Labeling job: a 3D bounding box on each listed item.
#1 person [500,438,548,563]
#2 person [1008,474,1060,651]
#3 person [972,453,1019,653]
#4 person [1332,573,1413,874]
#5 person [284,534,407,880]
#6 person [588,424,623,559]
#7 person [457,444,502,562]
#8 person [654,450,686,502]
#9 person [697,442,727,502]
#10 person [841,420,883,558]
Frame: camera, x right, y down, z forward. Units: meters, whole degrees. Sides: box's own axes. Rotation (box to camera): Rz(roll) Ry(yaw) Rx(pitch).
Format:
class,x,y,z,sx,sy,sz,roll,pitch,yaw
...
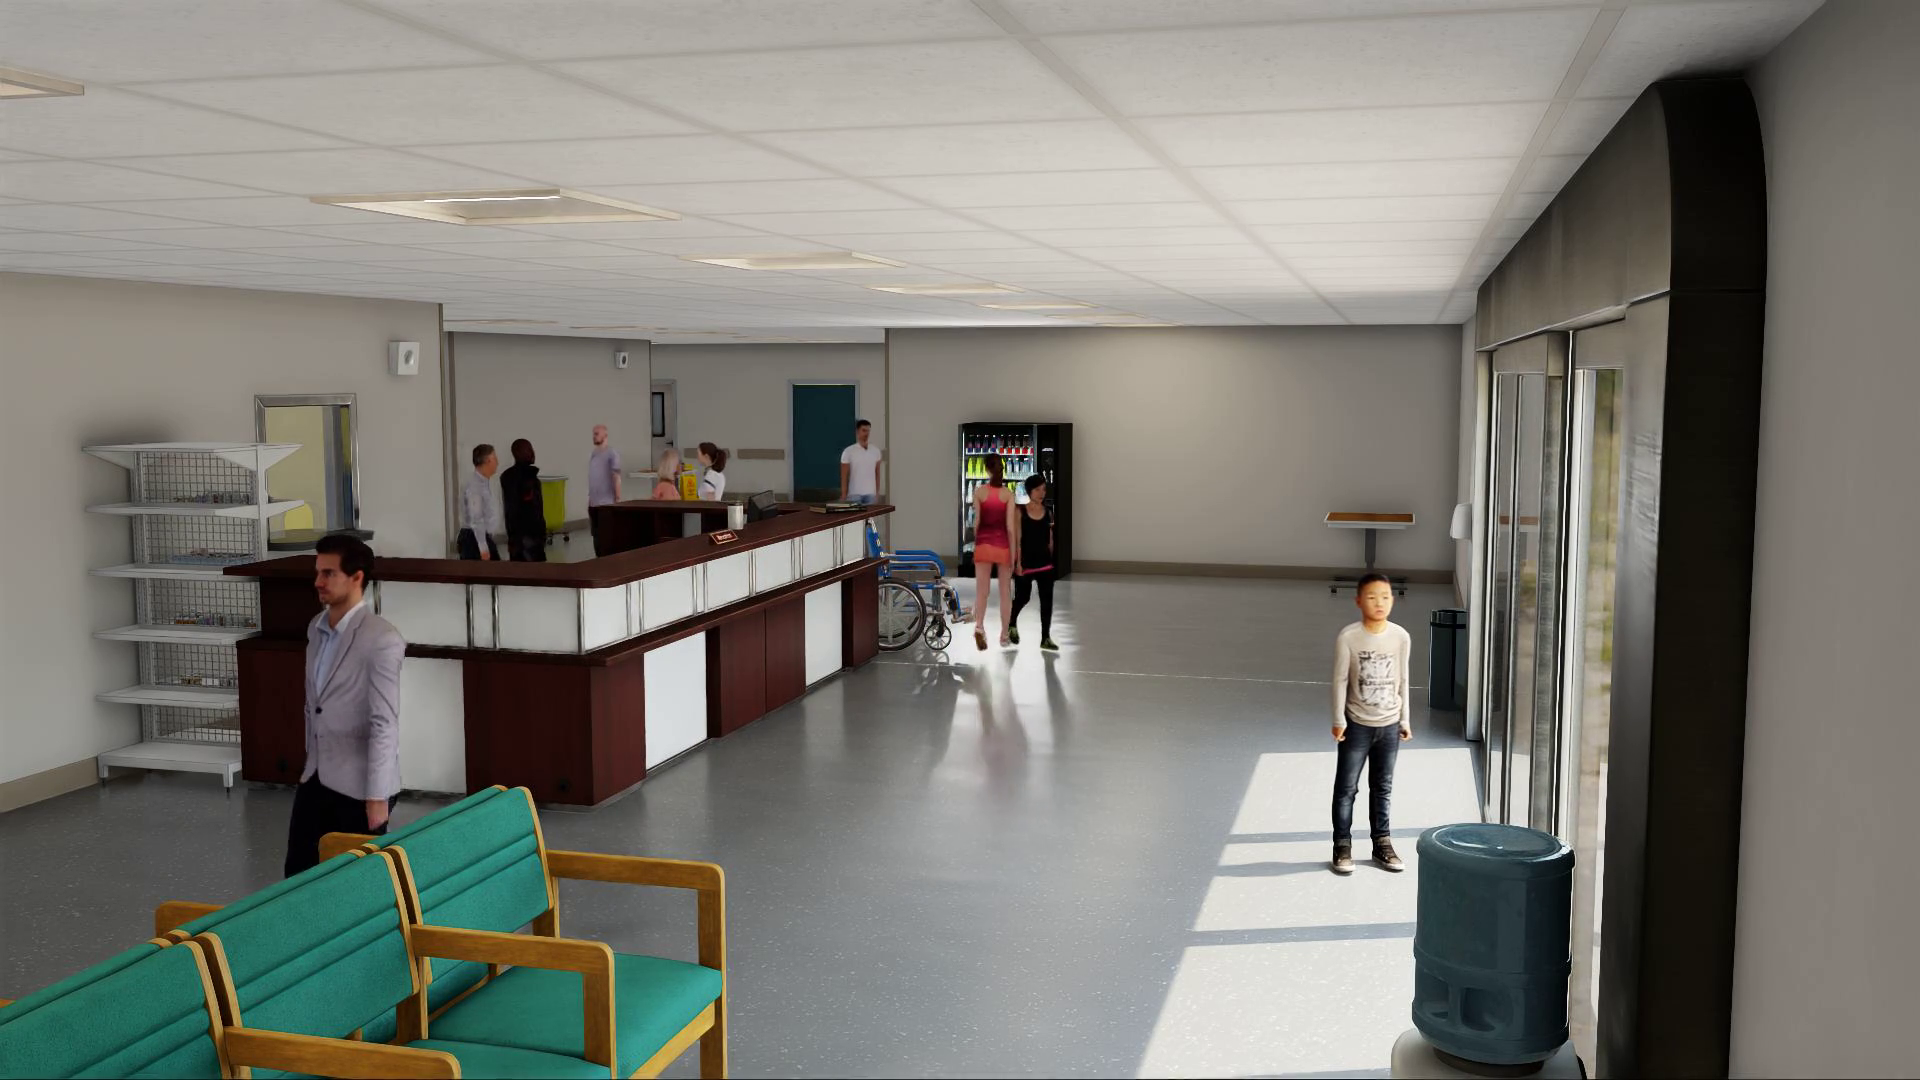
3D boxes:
class,x,y,z,sx,sy,sz,roll,pitch,yaw
person,-4.241,-0.058,15.816,1.244,1.816,0.890,0,6,0
person,0.613,0.193,14.690,0.831,1.541,0.859,-3,6,-26
person,0.265,0.136,14.389,1.047,1.717,0.722,1,6,7
person,2.021,0.886,8.190,0.554,1.464,0.678,-1,6,-9
person,-2.226,0.889,6.274,0.826,1.841,0.894,4,7,36
person,-4.163,-0.460,19.805,0.973,1.818,0.964,-6,8,-44
person,-4.413,0.058,14.892,1.179,1.770,0.918,0,6,0
person,-2.822,0.033,15.601,1.186,1.678,0.906,-1,6,-8
person,-2.379,-0.088,16.555,0.889,1.728,0.655,1,6,10
person,-1.252,-0.574,20.786,0.799,1.848,0.870,-2,6,-23
